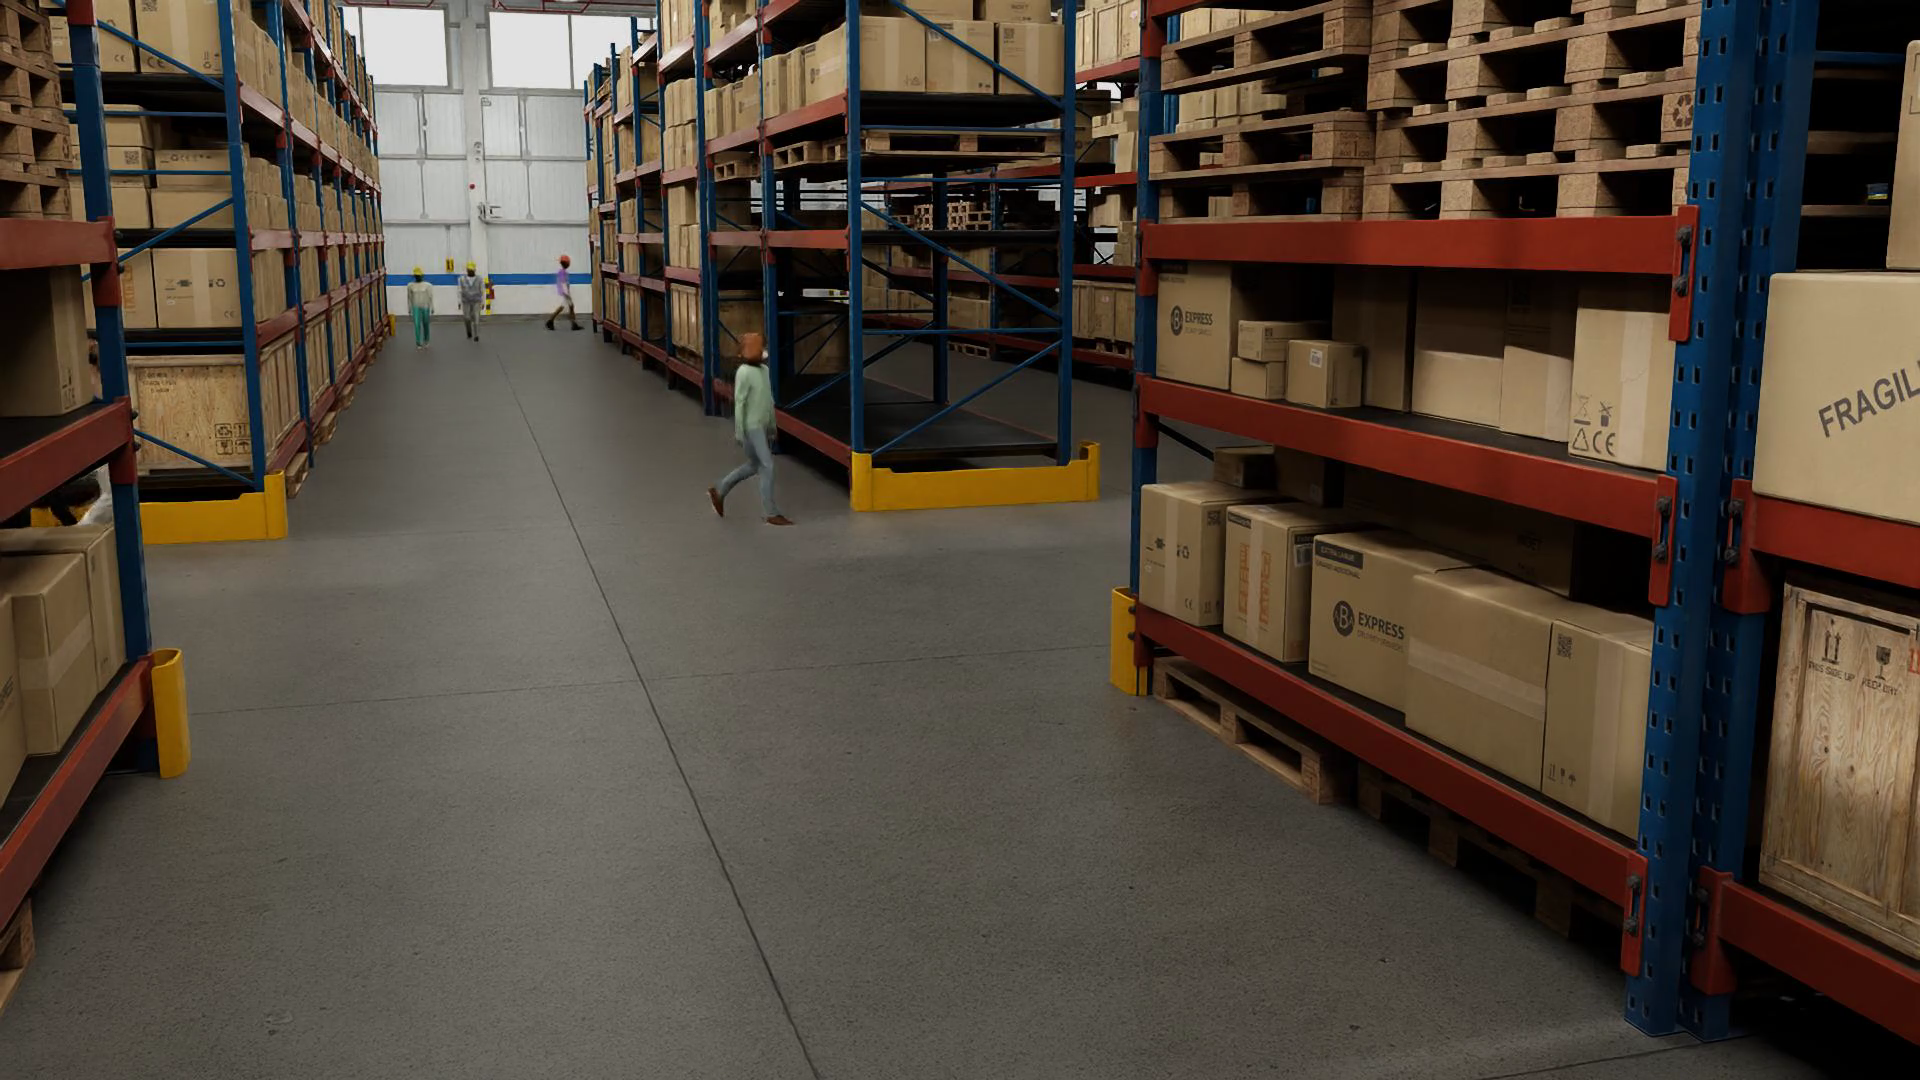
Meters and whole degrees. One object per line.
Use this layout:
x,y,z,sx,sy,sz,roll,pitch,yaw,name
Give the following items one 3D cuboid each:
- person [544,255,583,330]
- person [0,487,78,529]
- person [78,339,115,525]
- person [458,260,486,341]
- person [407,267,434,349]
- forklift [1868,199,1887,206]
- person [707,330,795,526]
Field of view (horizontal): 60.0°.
-10.032,-6.232,41.927,0.891,1.907,0.547,0,10,-1,person
-4.820,-0.135,8.539,0.796,1.892,0.595,2,11,11,person
-6.191,-0.636,12.002,0.386,1.629,0.519,-3,11,-15,person
-11.006,-5.389,37.514,0.618,1.818,0.431,-3,11,-16,person
-11.417,-4.923,35.225,0.532,1.730,0.871,-3,11,-16,person
11.338,-2.915,21.052,1.129,2.768,1.873,-3,11,-17,forklift
-1.736,-0.920,13.627,0.747,1.604,0.504,3,11,14,person
